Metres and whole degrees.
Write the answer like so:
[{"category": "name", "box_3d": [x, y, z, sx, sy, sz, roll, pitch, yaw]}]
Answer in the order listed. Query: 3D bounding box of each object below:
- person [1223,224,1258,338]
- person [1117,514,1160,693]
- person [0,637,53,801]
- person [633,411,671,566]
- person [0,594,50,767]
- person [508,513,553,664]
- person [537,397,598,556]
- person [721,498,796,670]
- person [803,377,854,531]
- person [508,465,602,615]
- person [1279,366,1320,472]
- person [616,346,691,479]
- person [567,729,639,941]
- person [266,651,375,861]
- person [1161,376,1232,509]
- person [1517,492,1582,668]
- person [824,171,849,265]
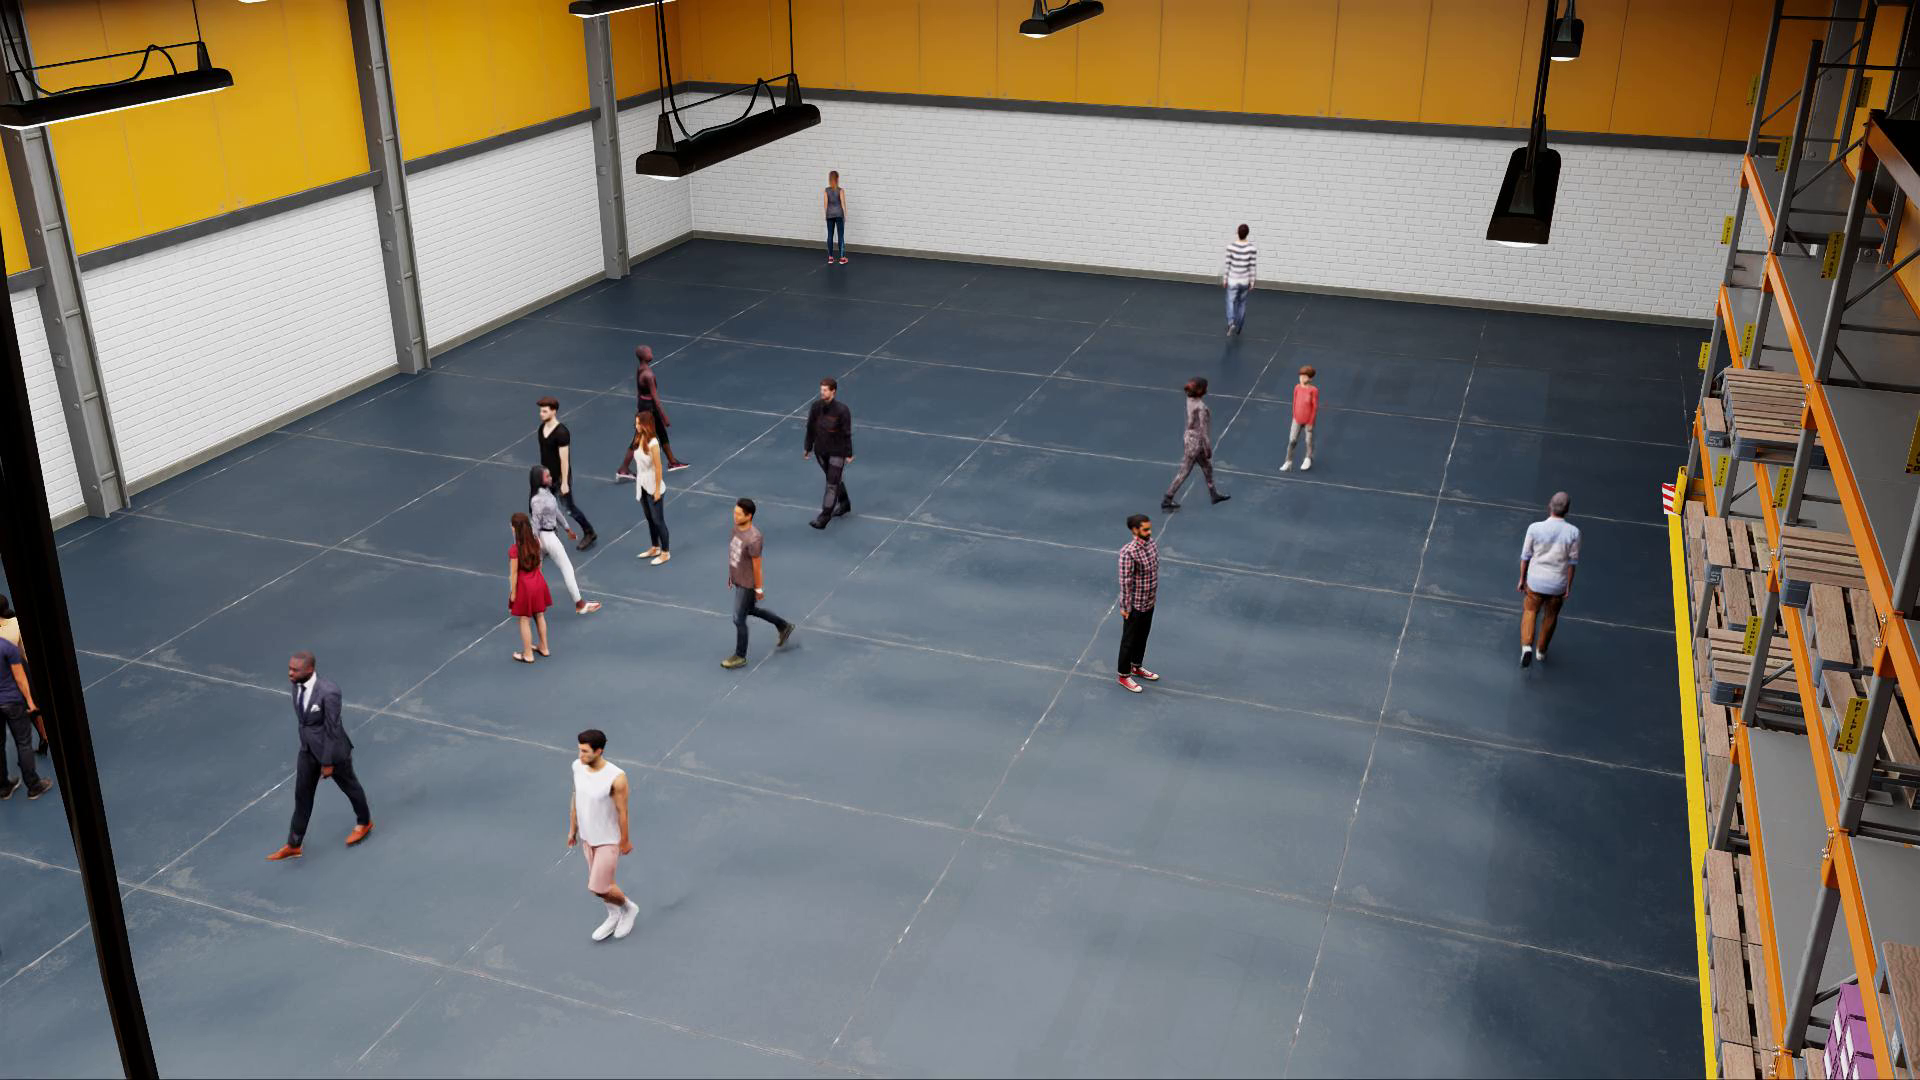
[{"category": "person", "box_3d": [4.466, -4.123, 26.676, 0.772, 1.833, 0.993, 4, 24, 9]}, {"category": "person", "box_3d": [1.717, 0.571, 16.029, 0.815, 1.761, 0.649, 17, 29, 33]}, {"category": "person", "box_3d": [-8.157, 1.378, 14.151, 0.701, 1.786, 0.673, 0, 24, -1]}, {"category": "person", "box_3d": [-3.456, -0.594, 18.666, 0.695, 1.784, 0.684, -18, 29, -35]}, {"category": "person", "box_3d": [-8.353, 1.220, 14.678, 0.635, 1.653, 0.471, 7, 25, 16]}, {"category": "person", "box_3d": [-4.287, 0.463, 16.541, 0.684, 1.549, 0.612, 16, 28, 32]}, {"category": "person", "box_3d": [-4.492, -0.724, 18.865, 0.985, 1.862, 1.230, 20, 31, 39]}, {"category": "person", "box_3d": [-2.023, 0.391, 16.450, 1.147, 1.754, 1.063, -12, 26, -26]}, {"category": "person", "box_3d": [-1.468, -1.052, 19.707, 0.917, 1.789, 1.211, 15, 28, 31]}, {"category": "person", "box_3d": [-4.420, 0.029, 17.375, 1.041, 1.676, 1.213, -3, 24, -6]}, {"category": "person", "box_3d": [4.468, -1.565, 21.372, 0.665, 1.394, 0.877, 16, 28, 32]}, {"category": "person", "box_3d": [-4.030, -1.566, 20.980, 1.186, 1.711, 1.150, -10, 26, -22]}, {"category": "person", "box_3d": [-2.601, 2.159, 12.379, 0.750, 1.775, 0.790, 18, 29, 36]}, {"category": "person", "box_3d": [-5.061, 1.683, 13.449, 0.809, 1.789, 1.165, 12, 26, 26]}, {"category": "person", "box_3d": [2.745, -1.118, 20.015, 1.037, 1.662, 1.139, -4, 24, -10]}, {"category": "person", "box_3d": [5.756, 0.423, 16.307, 0.690, 1.809, 0.959, 9, 25, 20]}, {"category": "person", "box_3d": [-2.347, -6.073, 31.257, 0.590, 1.737, 0.572, 4, 24, 10]}]
